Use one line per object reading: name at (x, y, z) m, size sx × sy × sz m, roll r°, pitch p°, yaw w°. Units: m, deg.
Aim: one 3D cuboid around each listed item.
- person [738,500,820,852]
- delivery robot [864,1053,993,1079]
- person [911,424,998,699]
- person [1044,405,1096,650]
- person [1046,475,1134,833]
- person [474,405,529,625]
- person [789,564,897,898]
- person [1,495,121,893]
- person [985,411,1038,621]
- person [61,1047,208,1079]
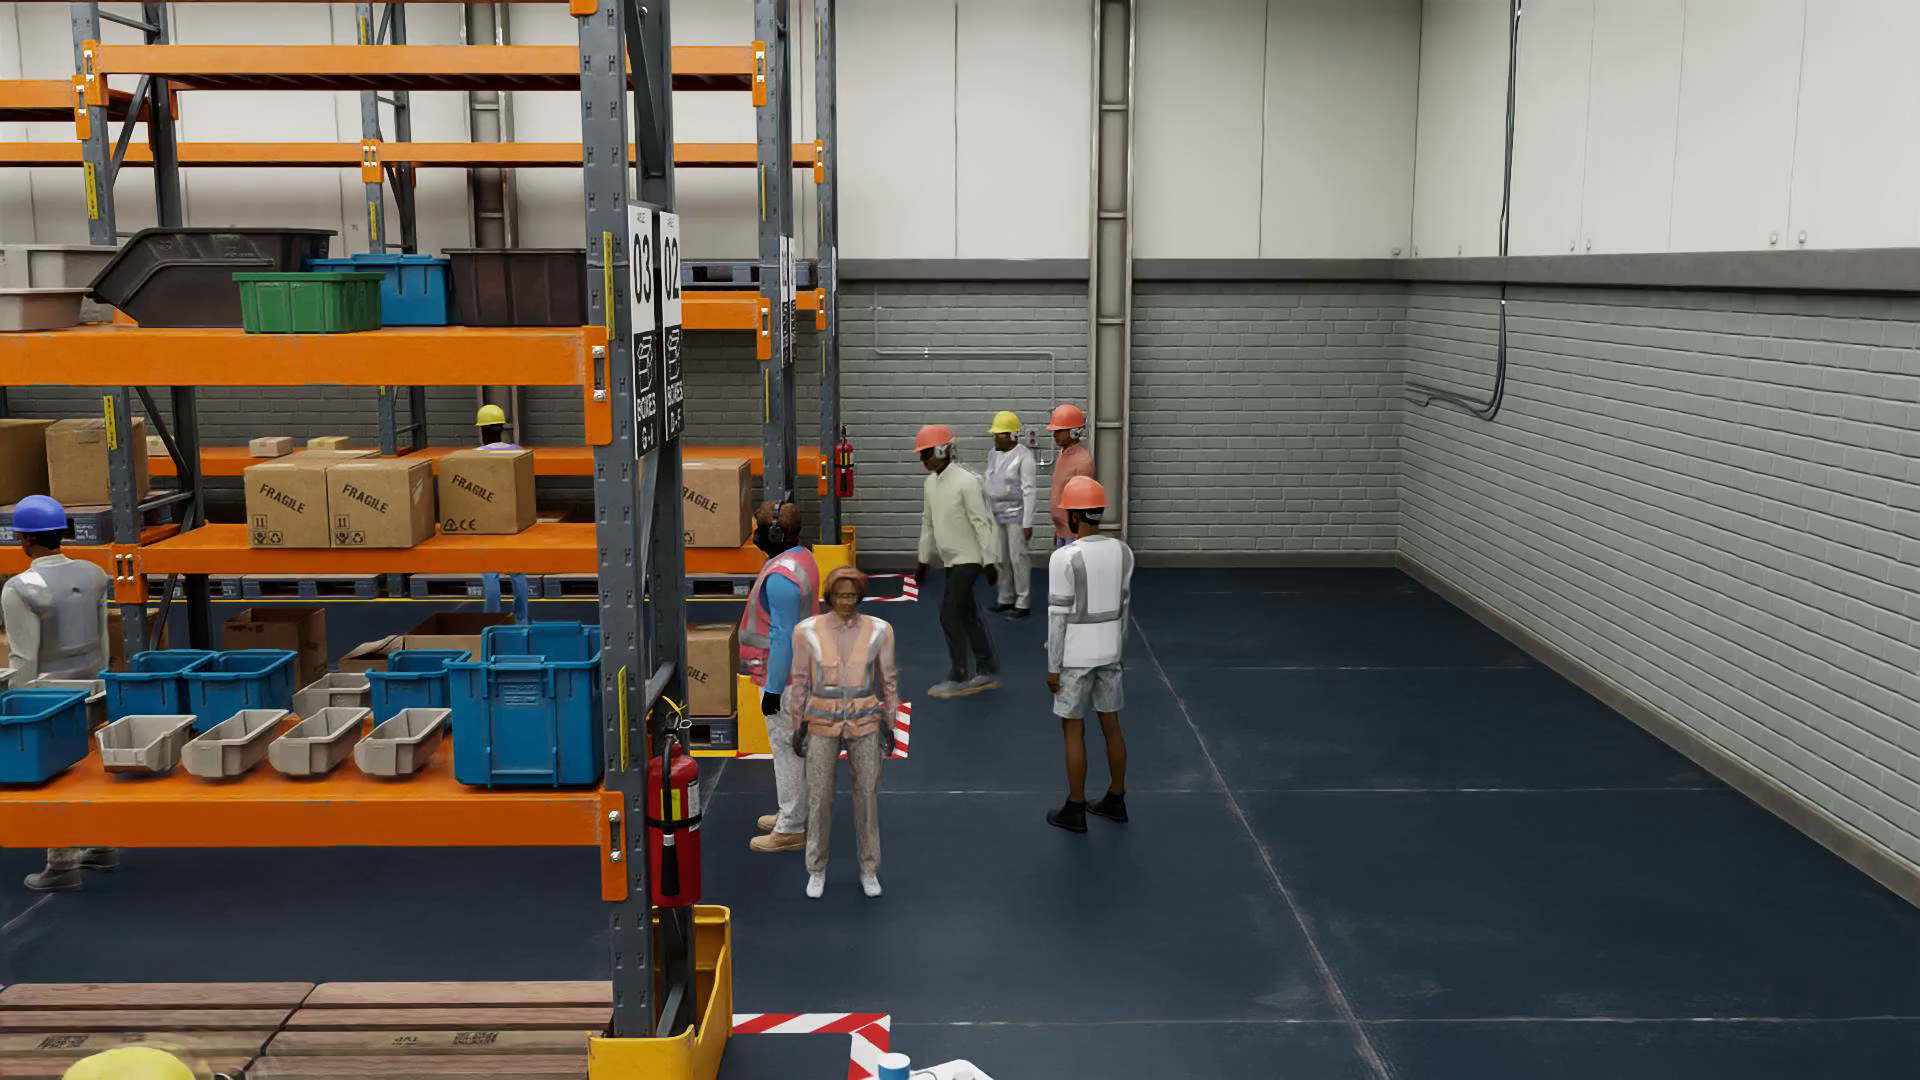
person at (-0.941, 0.704, 8.717) m, size 0.429 × 1.845 × 0.621 m, roll 0°, pitch 9°, yaw 3°
delivery robot at (-0.204, 1.865, 5.246) m, size 0.707 × 0.478 × 0.477 m, roll -6°, pitch 11°, yaw -31°
person at (-0.036, 0.146, 11.826) m, size 0.697 × 1.937 × 0.648 m, roll -5°, pitch 10°, yaw -27°
person at (0.859, -0.070, 13.031) m, size 0.406 × 1.986 × 0.613 m, roll -2°, pitch 10°, yaw -14°
person at (0.676, 0.612, 9.031) m, size 0.545 × 1.927 × 0.390 m, roll -6°, pitch 11°, yaw -35°
person at (-3.835, -0.162, 13.789) m, size 0.389 × 1.918 × 0.585 m, roll 9°, pitch 13°, yaw 44°
person at (-0.565, 0.921, 8.040) m, size 0.516 × 1.628 × 0.315 m, roll -1°, pitch 9°, yaw -7°
person at (-4.412, 0.745, 8.137) m, size 0.394 × 1.945 × 0.618 m, roll 2°, pitch 10°, yaw 13°
person at (0.429, -0.212, 14.403) m, size 0.417 × 1.819 × 0.606 m, roll -6°, pitch 11°, yaw -31°
person at (-1.228, 1.682, 2.906) m, size 0.650 × 1.789 × 0.618 m, roll -3°, pitch 10°, yaw -19°
